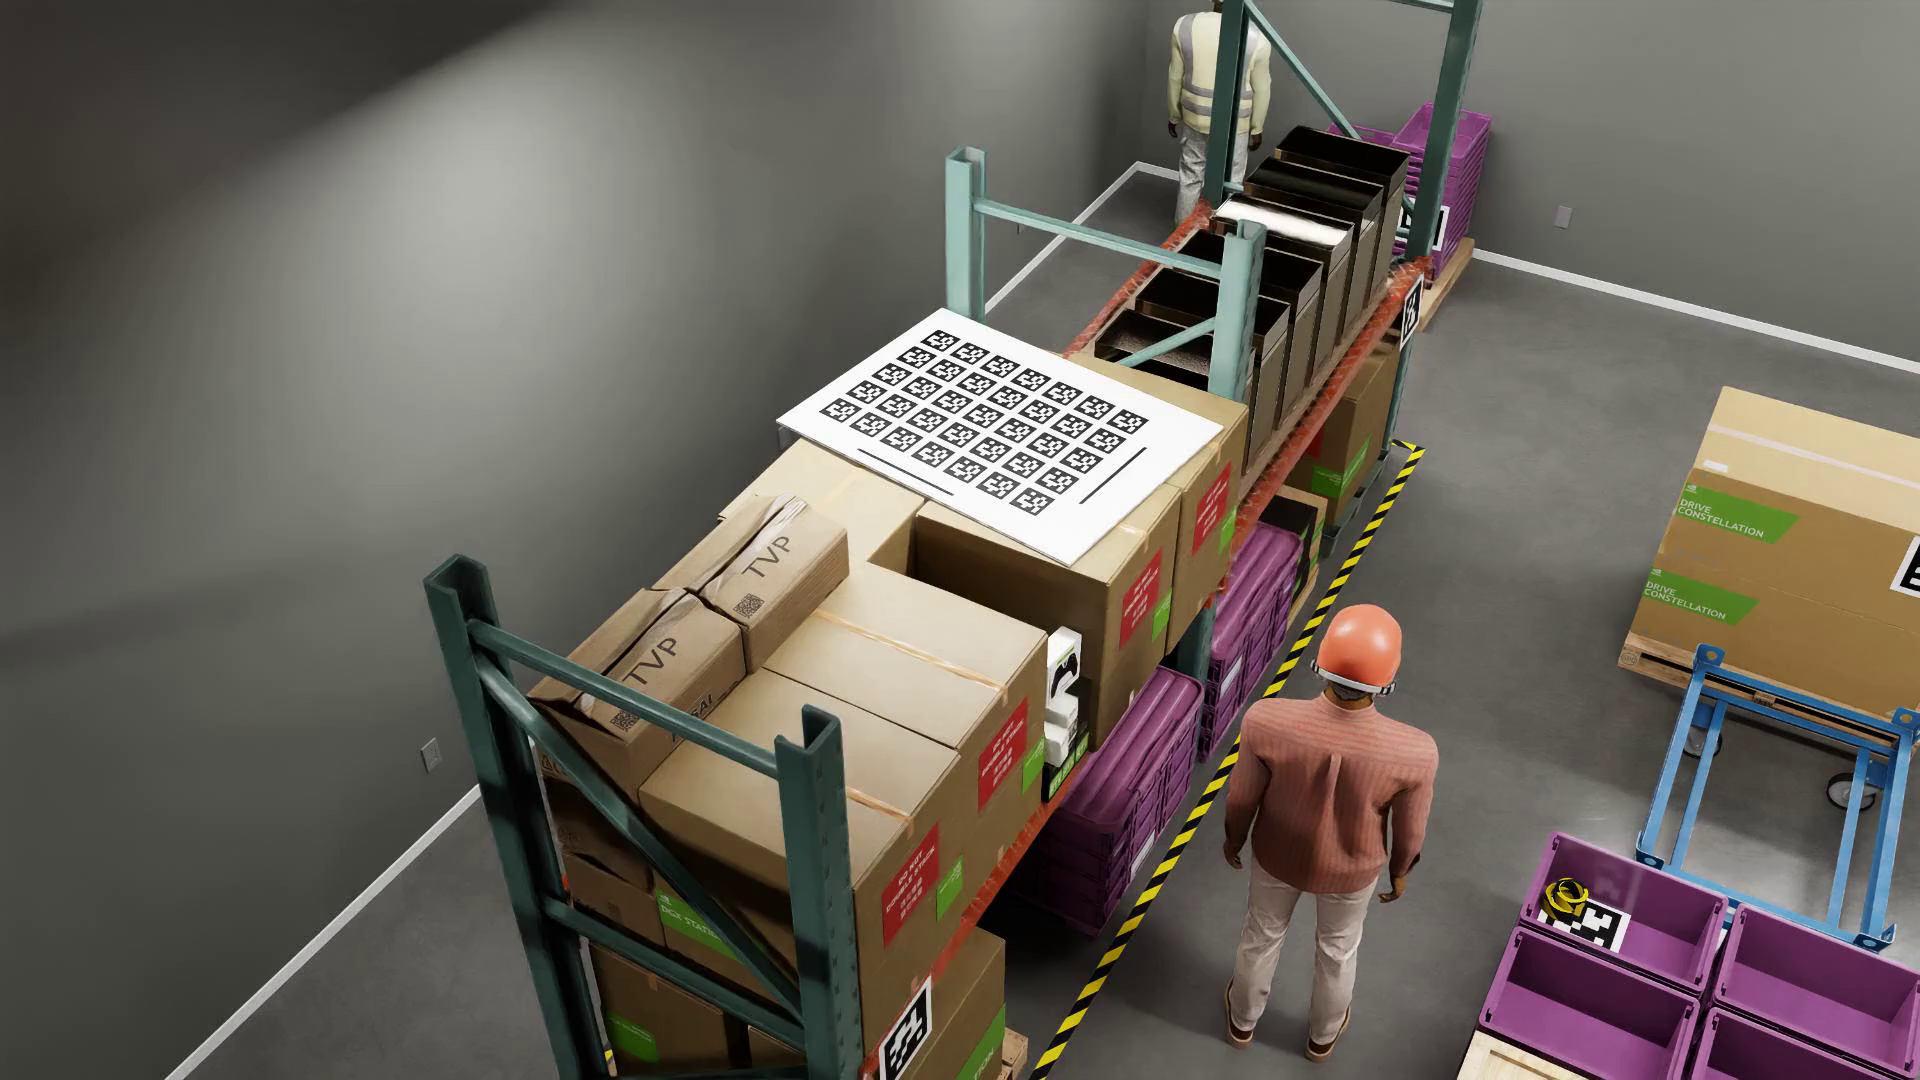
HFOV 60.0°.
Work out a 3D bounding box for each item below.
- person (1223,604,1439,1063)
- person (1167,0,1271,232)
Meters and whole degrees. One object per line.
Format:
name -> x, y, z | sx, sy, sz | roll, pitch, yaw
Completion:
person -> 1.158, 0.988, 5.375 | 0.622, 1.993, 0.382 | 10, 41, 11
person -> 1.485, -2.444, 9.599 | 0.589, 1.822, 0.404 | 17, 43, 19
